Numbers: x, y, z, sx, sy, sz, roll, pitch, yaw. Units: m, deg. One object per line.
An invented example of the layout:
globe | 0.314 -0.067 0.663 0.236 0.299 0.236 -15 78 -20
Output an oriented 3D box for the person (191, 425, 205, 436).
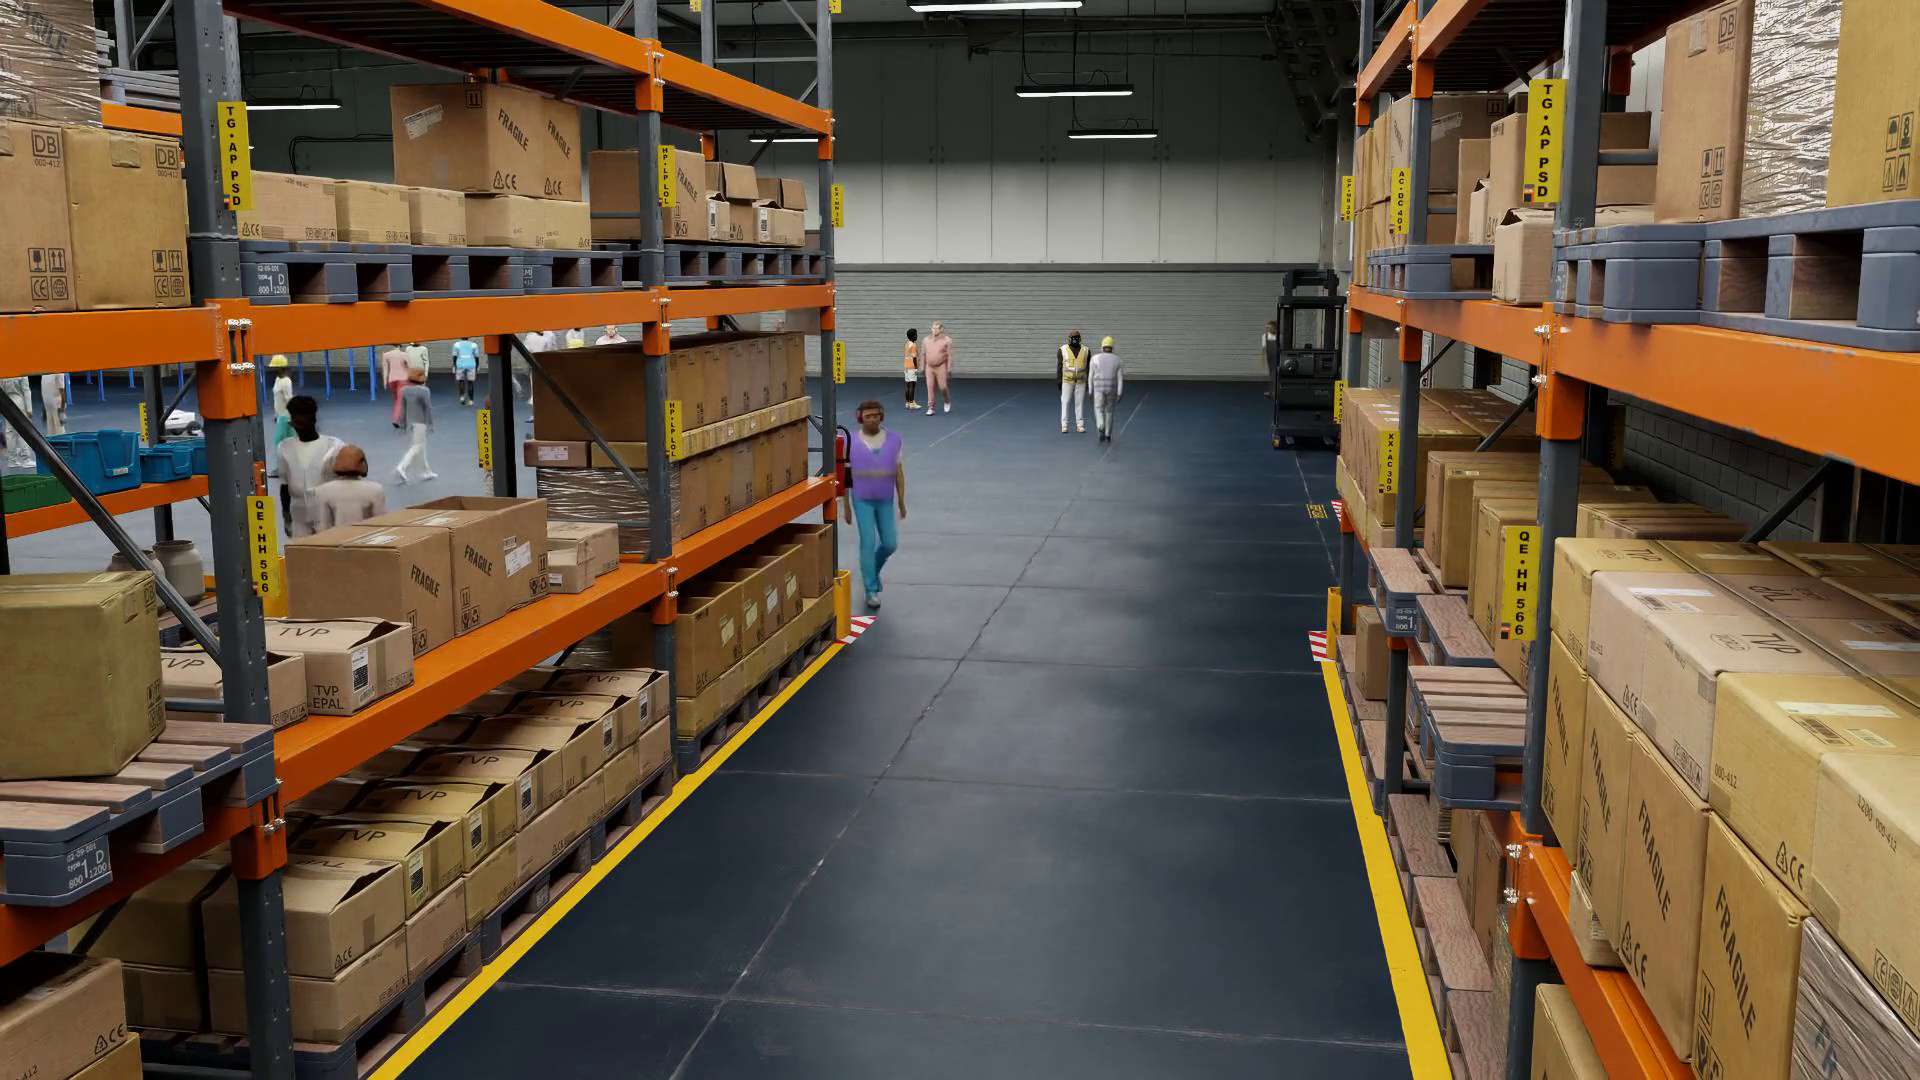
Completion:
person | -13.032 -2.742 29.298 1.007 1.865 0.596 -4 10 -22

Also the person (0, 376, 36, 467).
person | -14.056 -1.961 24.829 0.492 1.740 0.325 2 9 13

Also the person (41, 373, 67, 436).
person | -12.997 -1.863 23.841 0.530 1.867 0.314 6 11 33

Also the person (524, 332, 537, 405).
person | -9.249 -3.874 36.003 0.404 1.943 0.612 -5 11 -29

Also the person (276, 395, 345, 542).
person | -5.176 -0.208 13.409 0.616 1.950 0.497 0 9 2

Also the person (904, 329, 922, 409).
person | -1.014 -3.632 35.276 0.318 1.697 0.535 -3 10 -20

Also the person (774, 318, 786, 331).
person | -4.006 -4.061 37.399 0.933 1.872 0.654 -7 11 -36

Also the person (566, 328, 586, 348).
person | -8.799 -4.205 38.203 0.562 1.890 0.560 8 12 39

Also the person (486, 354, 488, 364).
person | -11.085 -4.344 39.853 0.537 1.625 0.467 -8 12 -42

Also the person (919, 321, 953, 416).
person | -0.492 -3.492 33.792 0.669 1.902 0.482 3 10 18

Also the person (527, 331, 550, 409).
person | -8.939 -3.693 35.268 0.493 1.830 0.916 3 10 20

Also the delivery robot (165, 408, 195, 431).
delivery robot | -13.860 -2.122 29.318 0.477 0.478 0.707 4 10 23

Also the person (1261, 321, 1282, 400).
person | 7.165 -4.106 37.960 0.576 1.778 0.988 5 10 26

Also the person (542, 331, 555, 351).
person | -9.442 -4.100 37.599 0.586 1.871 0.954 -3 10 -17

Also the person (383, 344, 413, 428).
person | -10.538 -2.984 31.192 0.539 1.725 0.888 1 9 4

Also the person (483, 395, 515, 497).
person | -4.908 -0.749 17.673 0.525 1.639 0.307 8 12 42

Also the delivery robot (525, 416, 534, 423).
delivery robot | -7.255 -2.173 28.834 0.335 0.223 0.698 4 10 24

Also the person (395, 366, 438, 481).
person | -7.604 -1.621 23.166 0.507 1.605 0.750 5 11 29

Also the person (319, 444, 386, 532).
person | -4.578 0.089 12.557 0.514 1.619 0.460 0 9 -2

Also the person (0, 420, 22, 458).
person | -14.564 -2.132 25.115 0.607 1.982 1.059 4 10 26

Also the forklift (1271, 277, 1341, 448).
forklift | 5.847 -3.016 27.970 1.129 2.768 1.873 1 9 9

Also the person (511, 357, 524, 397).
person | -10.301 -4.128 37.724 0.890 1.910 0.656 -8 12 -40

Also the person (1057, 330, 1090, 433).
person | 2.067 -2.869 30.127 0.627 1.844 0.429 -1 9 -9

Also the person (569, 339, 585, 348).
person | -6.517 -2.562 28.498 0.337 1.757 0.518 -5 11 -29

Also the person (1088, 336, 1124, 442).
person | 2.492 -2.570 28.373 0.599 1.815 0.700 0 9 0

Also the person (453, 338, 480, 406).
person | -10.657 -3.726 35.928 0.577 1.669 0.505 -3 10 -17

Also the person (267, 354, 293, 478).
person | -9.571 -1.782 23.719 0.711 1.742 0.531 -5 11 -30

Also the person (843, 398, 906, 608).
person | -0.769 -0.344 14.601 0.584 1.822 0.519 -4 10 -22

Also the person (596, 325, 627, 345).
person | -6.858 -3.337 32.810 0.652 1.906 0.409 -2 9 -13

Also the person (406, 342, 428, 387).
person | -11.245 -3.464 34.431 0.498 1.633 0.281 2 9 9

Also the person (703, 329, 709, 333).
person | -4.489 -2.948 30.589 0.718 1.861 0.596 7 11 36
